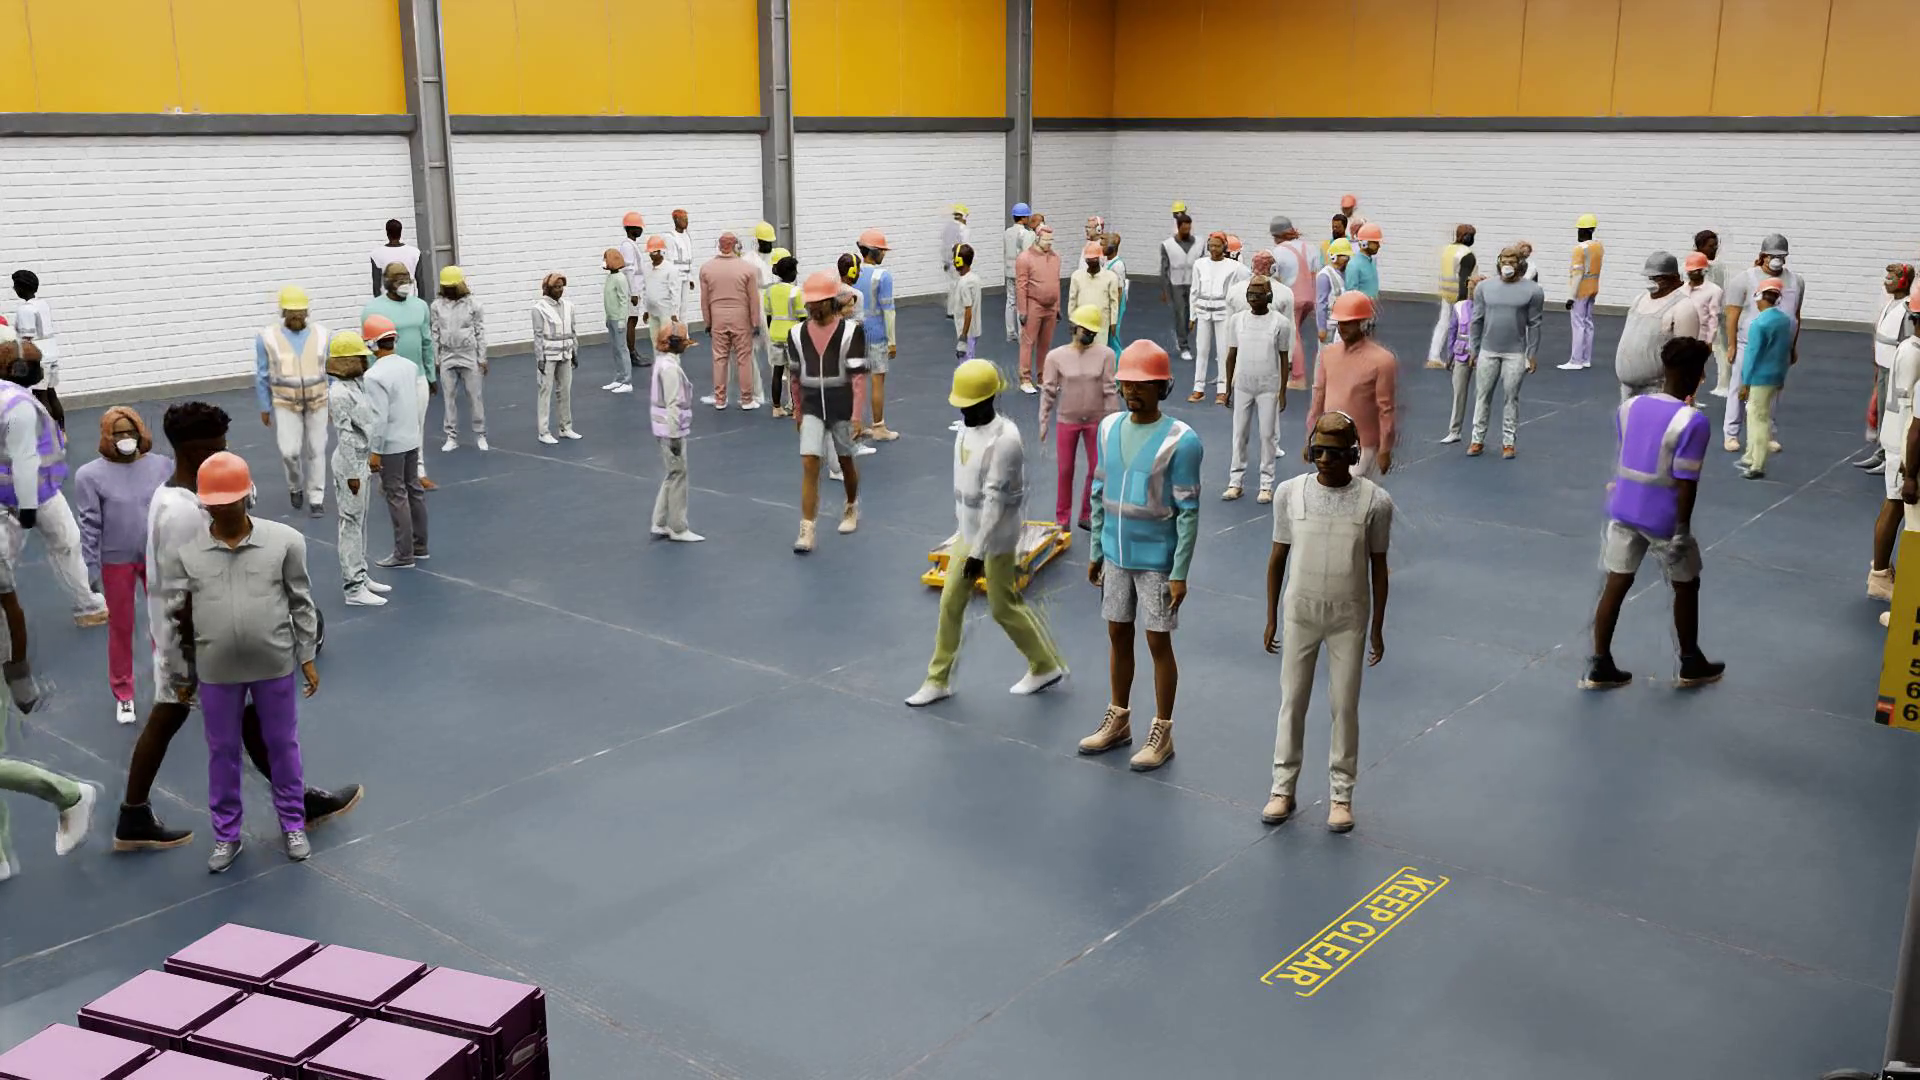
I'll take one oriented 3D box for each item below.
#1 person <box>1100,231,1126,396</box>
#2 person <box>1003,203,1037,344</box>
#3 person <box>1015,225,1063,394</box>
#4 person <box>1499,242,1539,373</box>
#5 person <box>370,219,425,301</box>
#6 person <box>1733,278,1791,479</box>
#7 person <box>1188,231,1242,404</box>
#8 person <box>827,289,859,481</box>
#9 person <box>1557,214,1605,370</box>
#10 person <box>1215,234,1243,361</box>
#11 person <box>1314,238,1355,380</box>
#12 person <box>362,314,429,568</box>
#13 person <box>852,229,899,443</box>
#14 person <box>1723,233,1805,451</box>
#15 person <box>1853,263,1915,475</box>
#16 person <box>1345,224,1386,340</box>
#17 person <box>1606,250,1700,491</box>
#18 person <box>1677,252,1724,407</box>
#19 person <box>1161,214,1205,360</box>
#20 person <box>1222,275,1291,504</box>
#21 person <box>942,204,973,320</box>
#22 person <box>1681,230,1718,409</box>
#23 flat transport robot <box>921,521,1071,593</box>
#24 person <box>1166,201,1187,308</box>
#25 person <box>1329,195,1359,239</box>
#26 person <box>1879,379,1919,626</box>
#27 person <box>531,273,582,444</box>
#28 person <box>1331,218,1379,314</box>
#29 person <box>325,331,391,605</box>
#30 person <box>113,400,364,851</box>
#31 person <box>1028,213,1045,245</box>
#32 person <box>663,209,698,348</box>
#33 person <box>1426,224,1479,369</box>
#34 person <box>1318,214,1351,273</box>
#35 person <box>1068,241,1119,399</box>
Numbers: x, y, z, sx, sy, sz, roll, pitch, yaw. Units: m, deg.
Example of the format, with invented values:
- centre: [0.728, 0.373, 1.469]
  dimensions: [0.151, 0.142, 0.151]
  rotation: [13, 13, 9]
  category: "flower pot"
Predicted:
- centre: [1.682, -2.541, 18.728]
  dimensions: [0.345, 1.844, 0.507]
  rotation: [-3, 14, -11]
  category: "person"
- centre: [0.829, -3.700, 23.146]
  dimensions: [0.384, 1.949, 0.604]
  rotation: [-9, 17, -33]
  category: "person"
- centre: [0.928, -2.634, 18.986]
  dimensions: [0.642, 1.901, 0.399]
  rotation: [-11, 18, -38]
  category: "person"
- centre: [6.896, -2.886, 20.614]
  dimensions: [0.522, 1.591, 0.842]
  rotation: [0, 14, 1]
  category: "person"
- centre: [-6.658, -2.838, 19.762]
  dimensions: [0.597, 1.917, 0.378]
  rotation: [-7, 16, -26]
  category: "person"
- centre: [6.940, -1.404, 14.464]
  dimensions: [0.420, 1.719, 0.666]
  rotation: [13, 19, 41]
  category: "person"
- centre: [2.783, -2.434, 18.222]
  dimensions: [0.572, 1.883, 0.355]
  rotation: [6, 15, 24]
  category: "person"
- centre: [-1.022, -1.333, 14.317]
  dimensions: [0.312, 1.638, 0.512]
  rotation: [0, 14, 0]
  category: "person"
- centre: [7.744, -3.081, 20.714]
  dimensions: [0.594, 1.926, 0.366]
  rotation: [-12, 19, -40]
  category: "person"
- centre: [3.493, -3.129, 21.495]
  dimensions: [0.308, 1.636, 0.523]
  rotation: [8, 16, 28]
  category: "person"
- centre: [4.036, -2.323, 17.878]
  dimensions: [0.404, 1.833, 0.592]
  rotation: [12, 19, 40]
  category: "person"
- centre: [-3.925, -0.679, 11.476]
  dimensions: [0.340, 1.748, 0.563]
  rotation: [3, 14, 11]
  category: "person"
- centre: [-0.849, -1.963, 16.028]
  dimensions: [0.614, 2.034, 0.396]
  rotation: [10, 17, 36]
  category: "person"
- centre: [7.509, -1.833, 15.499]
  dimensions: [0.685, 2.000, 0.538]
  rotation: [0, 14, 1]
  category: "person"
- centre: [8.155, -1.483, 14.493]
  dimensions: [0.374, 1.843, 0.568]
  rotation: [3, 14, 12]
  category: "person"
- centre: [4.284, -2.362, 17.717]
  dimensions: [0.405, 1.988, 0.613]
  rotation: [10, 17, 34]
  category: "person"
- centre: [5.624, -1.355, 13.590]
  dimensions: [0.535, 2.000, 0.686]
  rotation: [-4, 15, -16]
  category: "person"
- centre: [7.529, -2.095, 17.155]
  dimensions: [0.431, 1.741, 0.569]
  rotation: [-10, 17, -36]
  category: "person"
- centre: [2.906, -3.305, 21.691]
  dimensions: [0.650, 1.884, 0.584]
  rotation: [-3, 14, -10]
  category: "person"
- centre: [2.388, -1.212, 13.414]
  dimensions: [0.513, 1.844, 0.328]
  rotation: [7, 15, 25]
  category: "person"
- centre: [-0.026, -4.334, 25.981]
  dimensions: [0.525, 1.797, 0.619]
  rotation: [-8, 16, -29]
  category: "person"
- centre: [7.851, -2.348, 17.803]
  dimensions: [0.390, 1.920, 0.587]
  rotation: [12, 18, 40]
  category: "person"
- centre: [0.275, 0.072, 11.473]
  dimensions: [0.652, 0.197, 1.431]
  rotation: [5, 15, 18]
  category: "flat transport robot"
- centre: [3.653, -4.768, 27.808]
  dimensions: [0.339, 1.761, 0.524]
  rotation: [-4, 15, -17]
  category: "person"
- centre: [5.977, -4.367, 25.832]
  dimensions: [0.634, 1.930, 1.035]
  rotation: [9, 16, 31]
  category: "person"
- centre: [5.919, -0.454, 9.989]
  dimensions: [0.684, 2.000, 0.535]
  rotation: [-3, 14, -12]
  category: "person"
- centre: [-3.885, -1.744, 15.983]
  dimensions: [0.318, 1.630, 0.513]
  rotation: [9, 17, 32]
  category: "person"
- centre: [4.782, -2.913, 20.079]
  dimensions: [0.404, 1.911, 0.651]
  rotation: [-12, 18, -39]
  category: "person"
- centre: [-3.845, -0.460, 10.615]
  dimensions: [0.297, 1.745, 0.484]
  rotation: [-3, 14, -11]
  category: "person"
- centre: [-3.151, 0.363, 6.994]
  dimensions: [1.009, 1.912, 0.616]
  rotation: [-8, 16, -29]
  category: "person"
- centre: [1.200, -4.359, 26.418]
  dimensions: [0.271, 1.631, 0.503]
  rotation: [8, 16, 28]
  category: "person"
- centre: [-3.830, -3.580, 22.797]
  dimensions: [0.359, 1.884, 0.573]
  rotation: [6, 15, 21]
  category: "person"
- centre: [6.260, -3.026, 20.734]
  dimensions: [0.840, 1.804, 0.628]
  rotation: [-4, 15, -15]
  category: "person"
- centre: [4.827, -3.183, 21.171]
  dimensions: [0.591, 1.913, 0.398]
  rotation: [12, 18, 40]
  category: "person"
- centre: [1.472, -2.445, 18.525]
  dimensions: [0.573, 1.748, 0.342]
  rotation: [4, 15, 17]
  category: "person"
